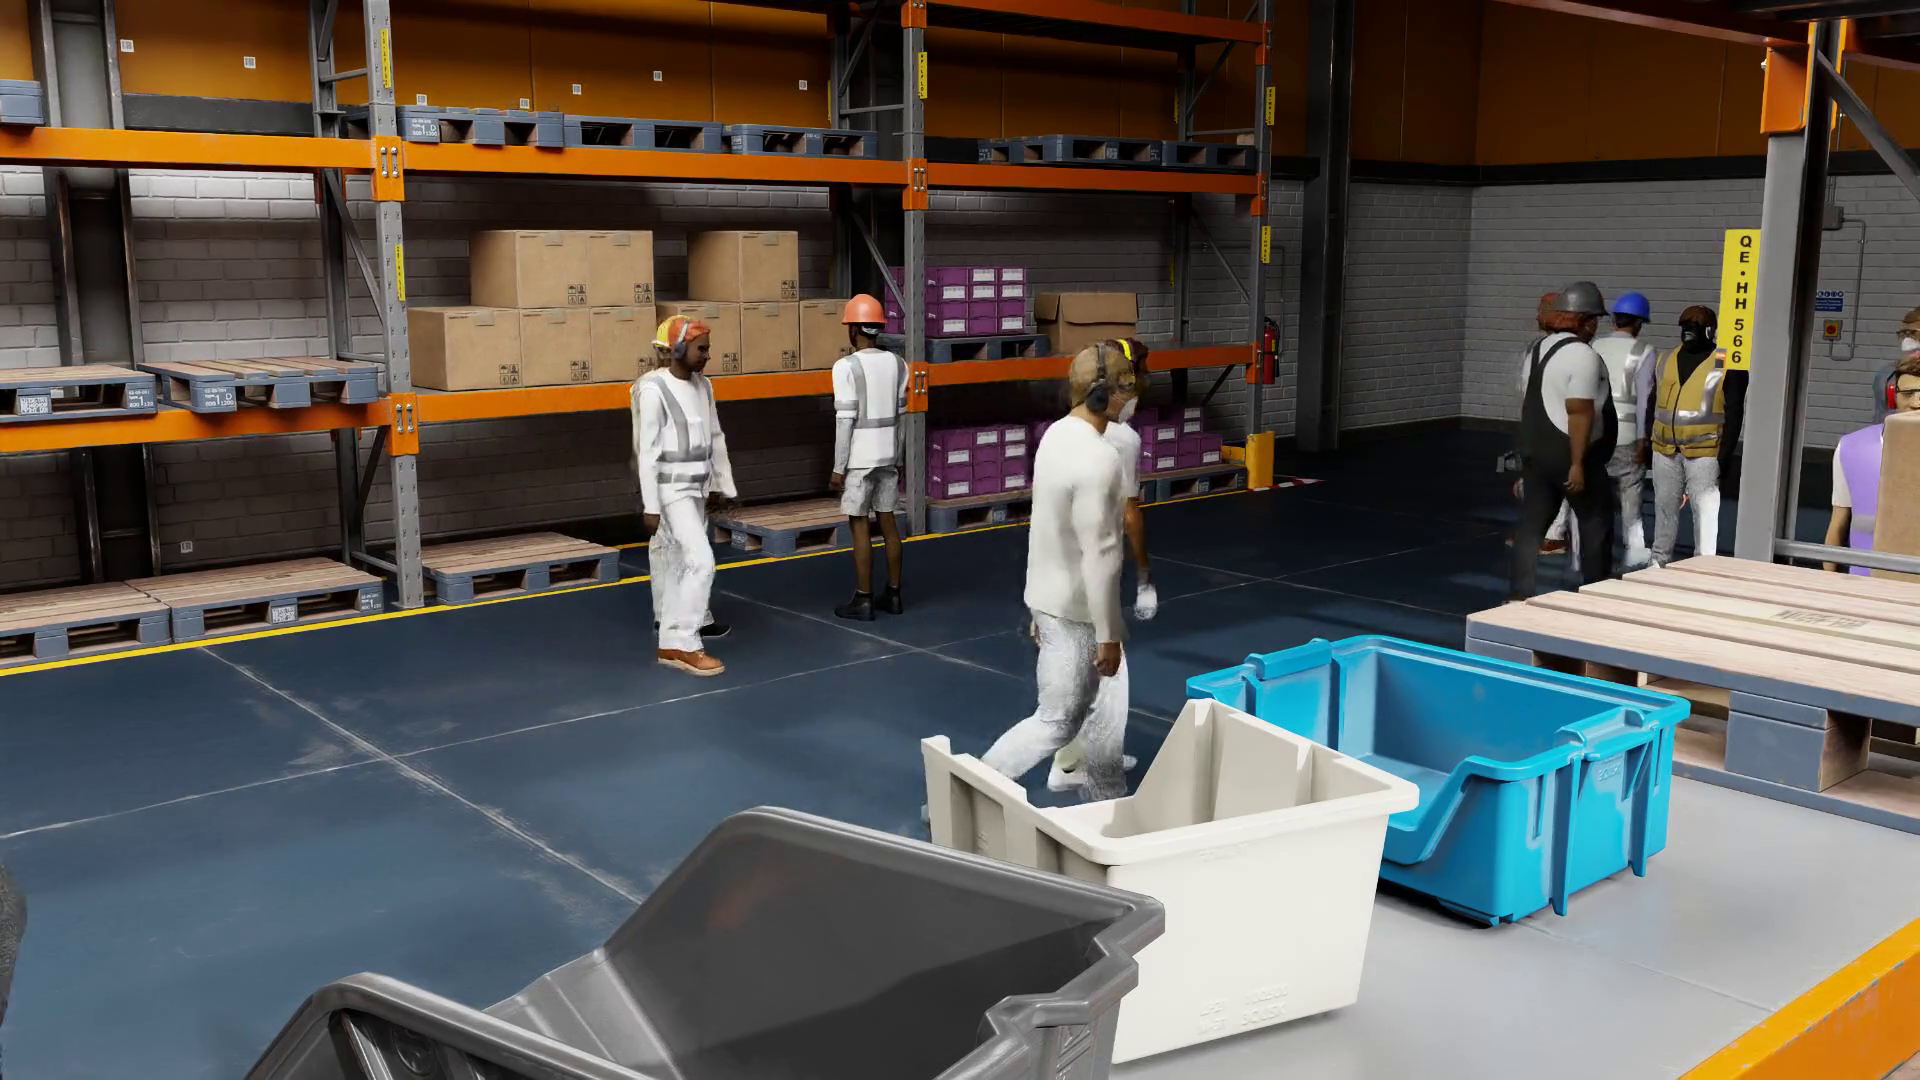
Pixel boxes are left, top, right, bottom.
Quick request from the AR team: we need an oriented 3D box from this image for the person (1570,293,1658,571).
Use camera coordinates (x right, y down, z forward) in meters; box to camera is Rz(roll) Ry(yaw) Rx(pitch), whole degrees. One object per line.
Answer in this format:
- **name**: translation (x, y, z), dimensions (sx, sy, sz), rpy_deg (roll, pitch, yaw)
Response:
- **person**: translation (4.518, -0.743, 11.458), dimensions (0.907, 1.889, 0.633), rpy_deg (-9, 13, -41)

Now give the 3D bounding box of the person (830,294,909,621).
- **person**: translation (-0.562, -0.488, 9.913), dimensions (0.552, 1.935, 0.370), rpy_deg (-10, 14, -44)

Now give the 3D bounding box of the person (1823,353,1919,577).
- **person**: translation (3.564, 0.212, 6.278), dimensions (0.564, 1.839, 0.376), rpy_deg (7, 12, 33)

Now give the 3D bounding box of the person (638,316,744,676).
- **person**: translation (-1.365, -0.223, 8.657), dimensions (0.633, 1.861, 0.569), rpy_deg (3, 11, 17)

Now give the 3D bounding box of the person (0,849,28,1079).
- **person**: translation (-2.537, 0.618, 4.010), dimensions (0.526, 1.823, 0.575), rpy_deg (3, 11, 17)

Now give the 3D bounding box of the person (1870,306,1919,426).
- **person**: translation (5.352, -0.350, 9.241), dimensions (0.931, 1.907, 0.637), rpy_deg (-5, 11, -25)

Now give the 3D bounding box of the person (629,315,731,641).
- **person**: translation (-1.570, -0.344, 9.396), dimensions (0.586, 1.835, 0.403), rpy_deg (7, 13, 36)

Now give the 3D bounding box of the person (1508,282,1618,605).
- **person**: translation (3.689, -0.530, 9.857), dimensions (0.852, 2.000, 0.714), rpy_deg (-2, 10, -10)

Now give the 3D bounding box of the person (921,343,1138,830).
- **person**: translation (0.328, 0.255, 5.886), dimensions (0.895, 1.905, 0.650), rpy_deg (-1, 10, -7)

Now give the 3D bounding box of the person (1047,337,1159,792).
- **person**: translation (0.604, 0.104, 6.808), dimensions (0.631, 1.854, 0.582), rpy_deg (-5, 11, -24)

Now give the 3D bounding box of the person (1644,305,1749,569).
- **person**: translation (4.685, -0.580, 10.700), dimensions (0.429, 1.844, 0.626), rpy_deg (-8, 13, -38)

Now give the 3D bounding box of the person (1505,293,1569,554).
- **person**: translation (4.253, -0.839, 12.037), dimensions (0.356, 1.882, 0.574), rpy_deg (-2, 10, -11)
